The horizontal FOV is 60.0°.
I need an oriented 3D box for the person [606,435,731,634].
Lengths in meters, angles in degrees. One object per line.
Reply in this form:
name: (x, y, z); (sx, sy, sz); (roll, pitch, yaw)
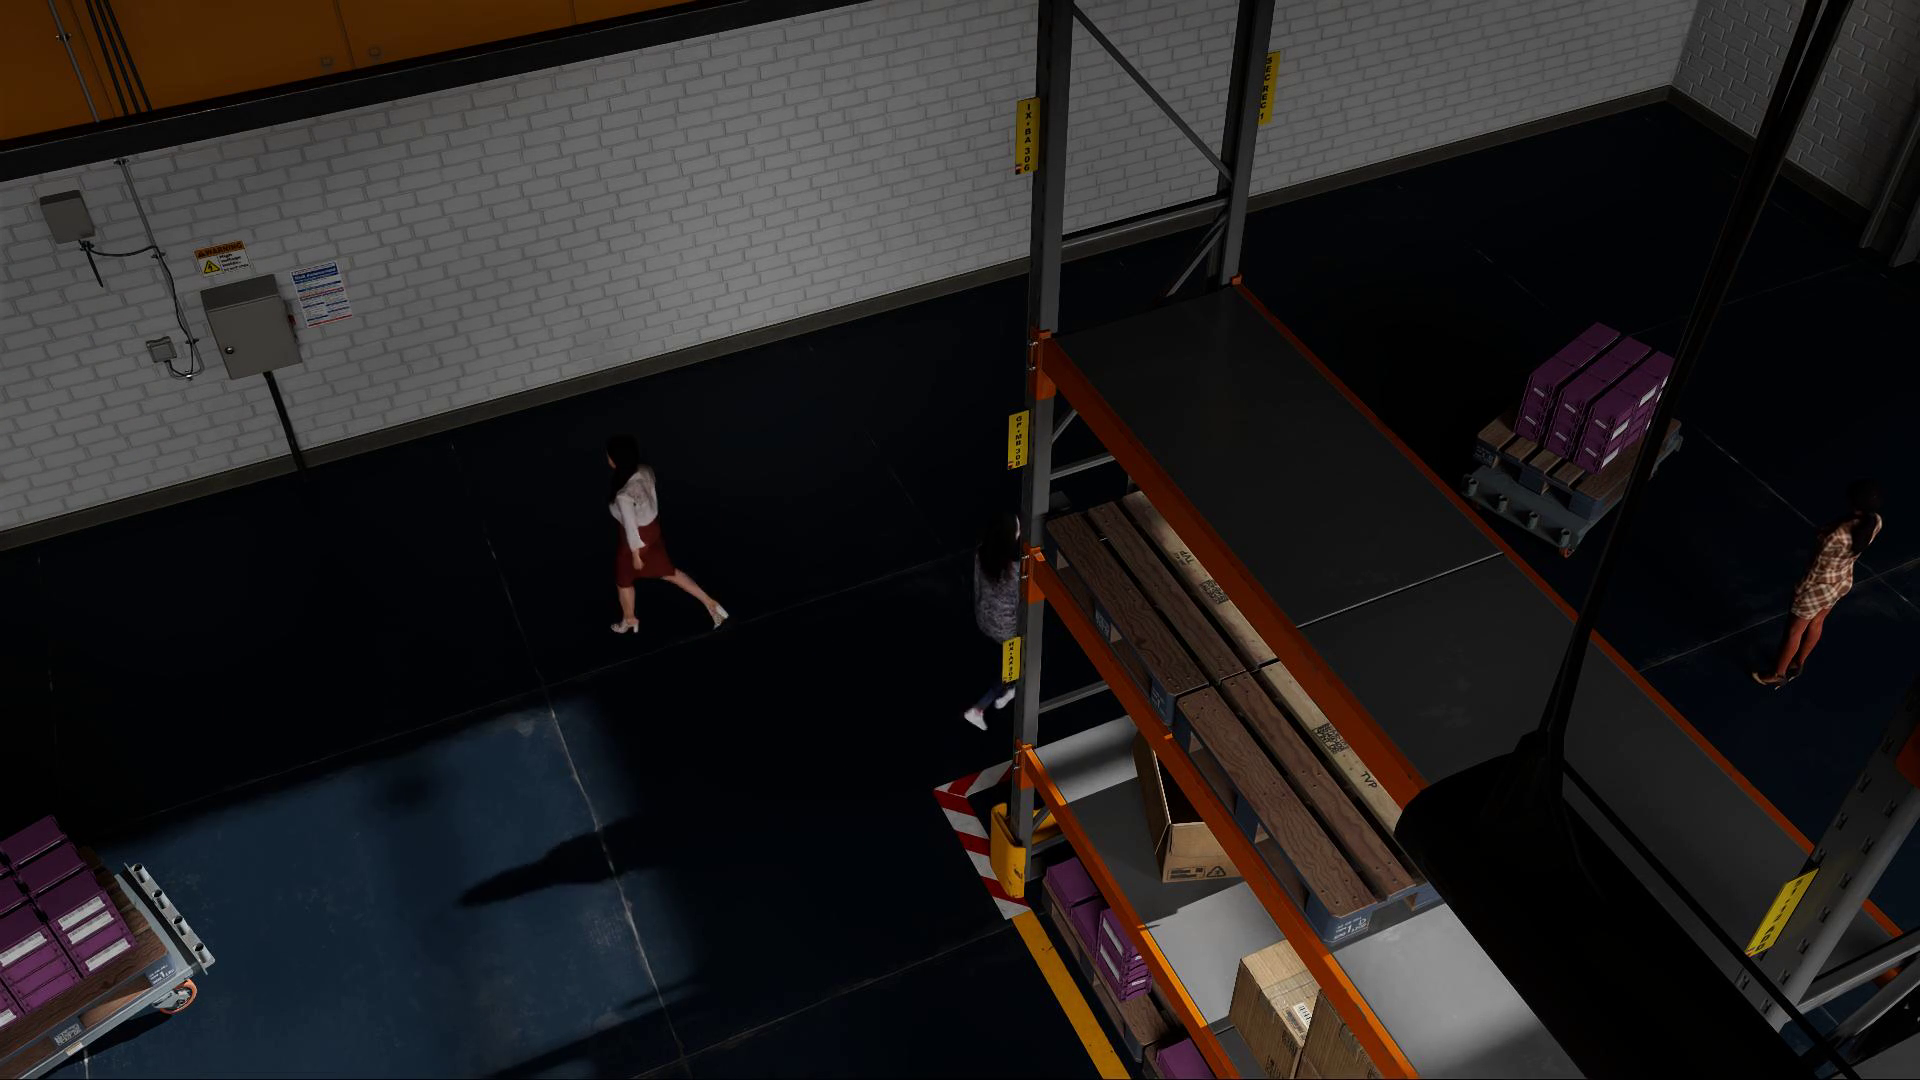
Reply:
person: (-2.004, 0.033, 10.921); (1.089, 1.723, 1.099); (9, 44, 9)

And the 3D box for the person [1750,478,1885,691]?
person: (5.493, 0.295, 10.593); (0.576, 1.795, 0.543); (-19, 47, -19)

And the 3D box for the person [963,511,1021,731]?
person: (0.212, 0.547, 10.382); (0.848, 1.721, 0.887); (-33, 52, -29)
